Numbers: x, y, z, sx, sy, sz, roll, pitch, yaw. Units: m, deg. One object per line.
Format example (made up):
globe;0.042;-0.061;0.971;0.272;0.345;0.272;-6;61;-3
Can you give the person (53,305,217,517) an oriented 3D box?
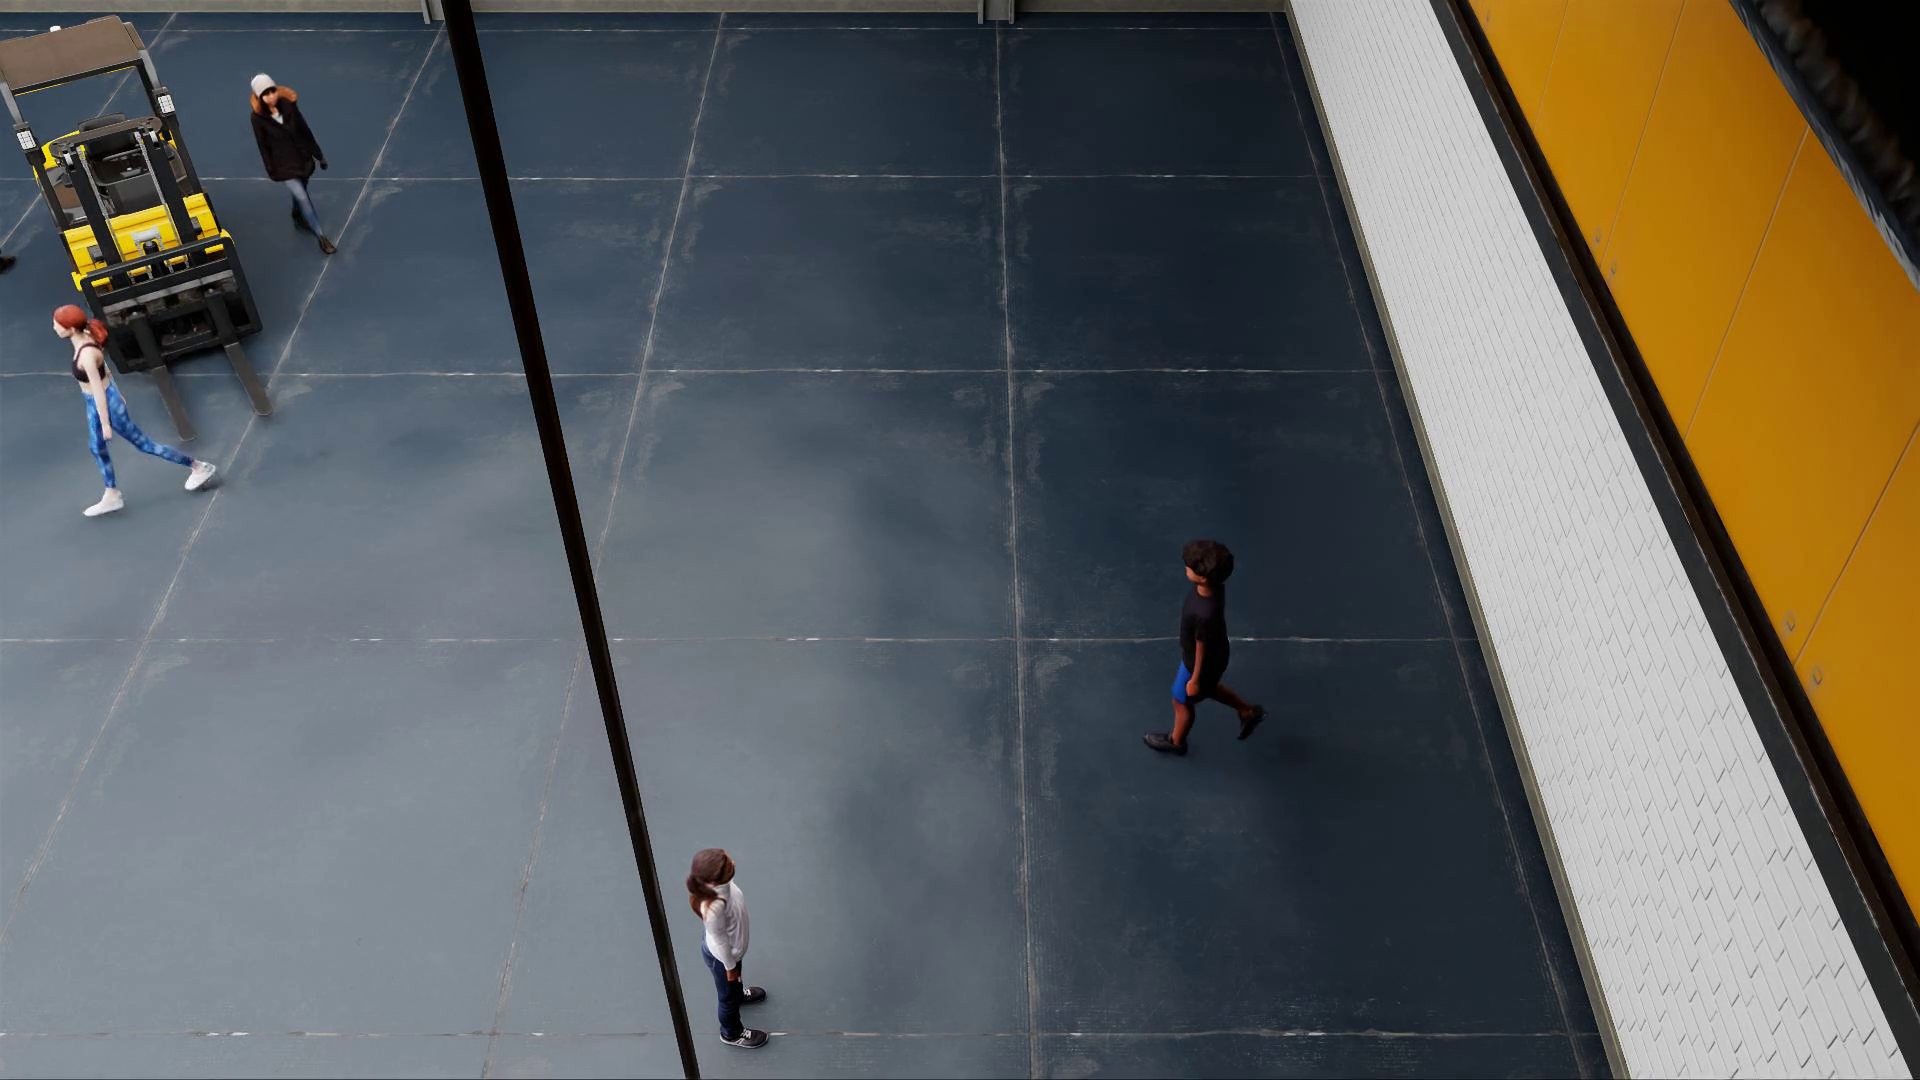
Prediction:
person;-5.958;-0.932;11.864;1.245;1.746;0.947;-19;47;-19

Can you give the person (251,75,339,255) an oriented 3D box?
person;-5.853;-3.326;14.484;1.114;1.599;1.020;31;52;29

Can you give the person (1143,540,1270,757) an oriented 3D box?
person;1.576;0.705;10.129;1.043;1.769;0.756;4;44;4

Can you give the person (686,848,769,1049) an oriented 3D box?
person;-1.249;2.124;8.795;0.542;1.555;0.542;-4;44;-4
